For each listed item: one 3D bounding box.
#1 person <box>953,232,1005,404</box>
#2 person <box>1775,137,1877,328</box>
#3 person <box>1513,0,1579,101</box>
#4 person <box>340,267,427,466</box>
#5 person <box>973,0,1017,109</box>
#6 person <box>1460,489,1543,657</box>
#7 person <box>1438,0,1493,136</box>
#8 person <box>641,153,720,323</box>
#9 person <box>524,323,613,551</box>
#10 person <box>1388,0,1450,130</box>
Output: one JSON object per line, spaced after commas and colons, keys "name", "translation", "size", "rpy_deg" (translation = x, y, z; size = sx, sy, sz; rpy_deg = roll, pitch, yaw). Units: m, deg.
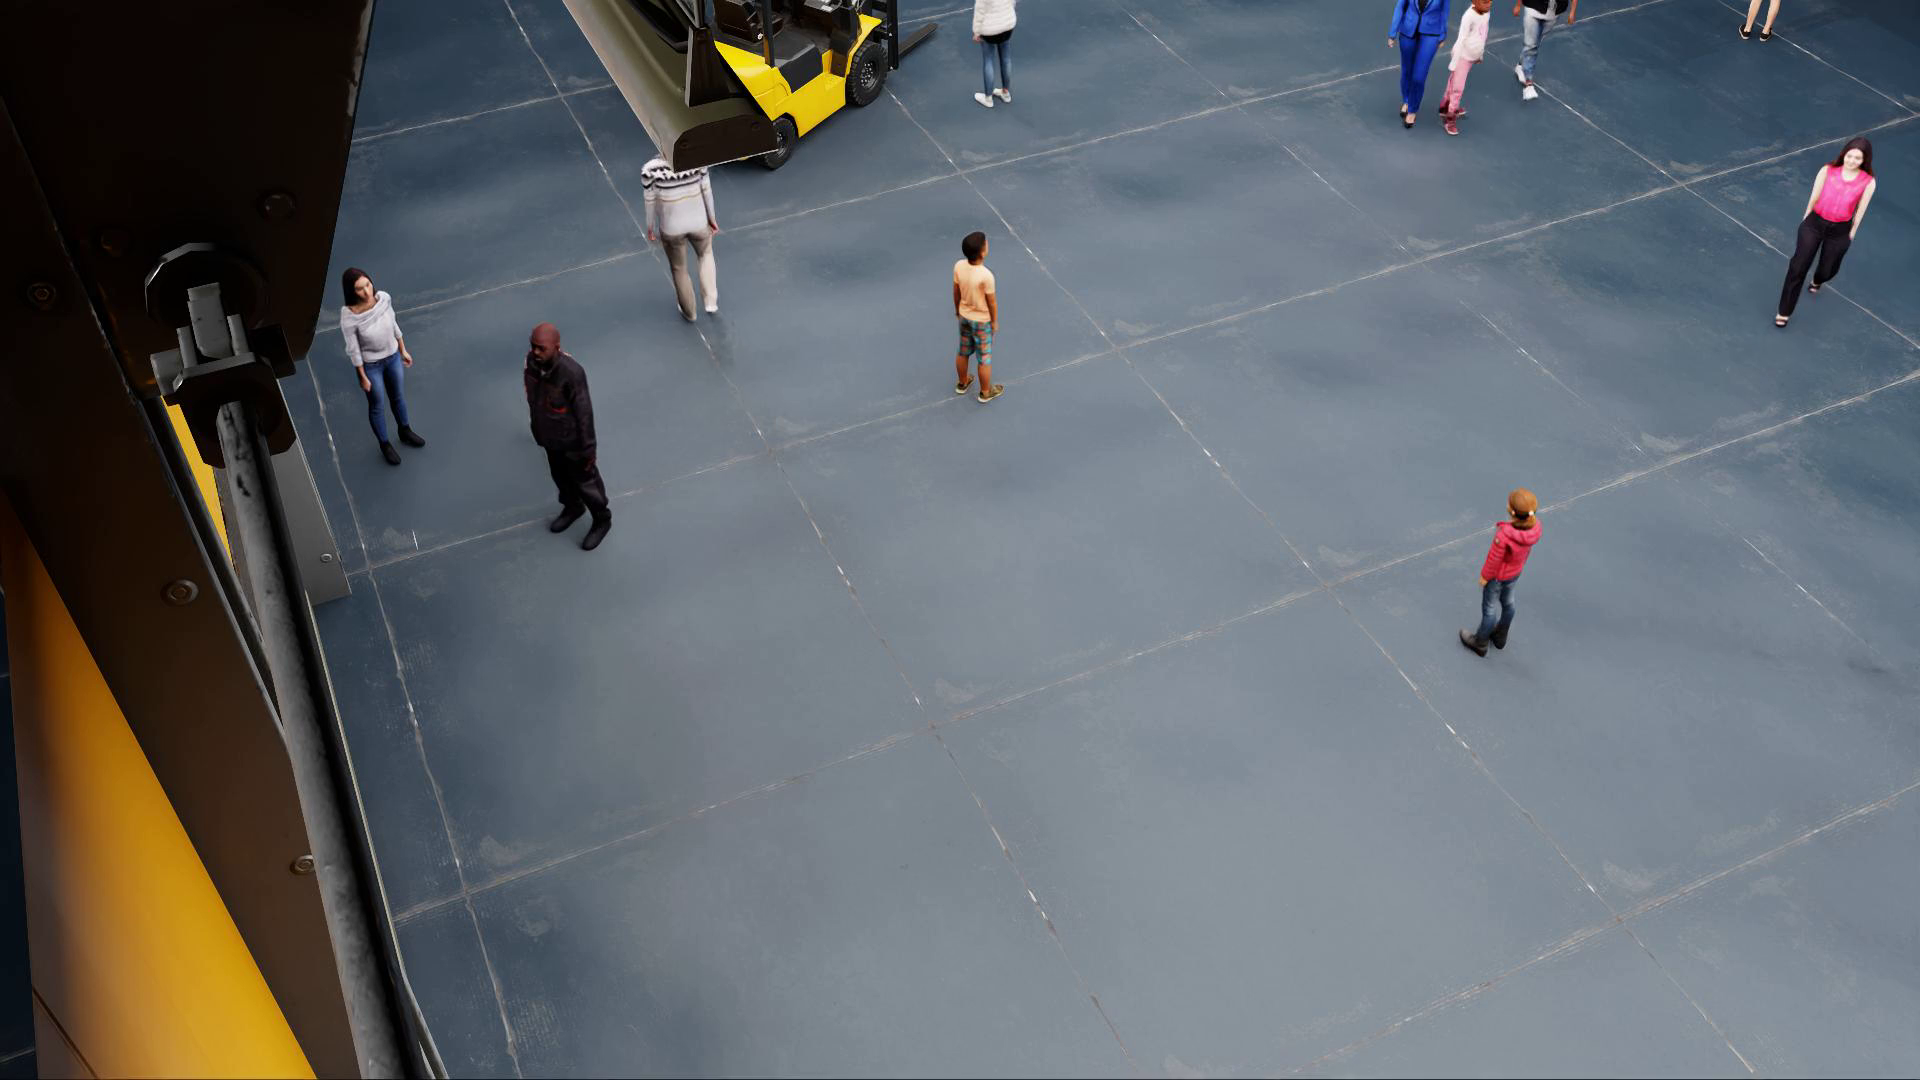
{"name": "person", "translation": [0.119, -1.699, 12.645], "size": [0.570, 1.461, 0.664], "rpy_deg": [25, 49, 24]}
{"name": "person", "translation": [6.964, -2.504, 13.354], "size": [0.923, 1.647, 0.927], "rpy_deg": [22, 48, 21]}
{"name": "person", "translation": [5.653, -5.242, 16.134], "size": [0.991, 1.777, 1.213], "rpy_deg": [-1, 44, -1]}
{"name": "person", "translation": [-4.235, -1.288, 12.089], "size": [0.679, 1.633, 0.678], "rpy_deg": [26, 49, 24]}
{"name": "person", "translation": [0.355, -4.943, 15.920], "size": [0.652, 1.639, 0.599], "rpy_deg": [-26, 49, -24]}
{"name": "person", "translation": [3.531, 0.216, 10.741], "size": [0.516, 1.314, 0.500], "rpy_deg": [-23, 48, -22]}
{"name": "person", "translation": [4.764, -4.612, 15.719], "size": [0.748, 1.438, 0.744], "rpy_deg": [29, 51, 27]}
{"name": "person", "translation": [-2.175, -2.481, 13.183], "size": [0.723, 1.851, 0.665], "rpy_deg": [-15, 46, -15]}
{"name": "person", "translation": [-2.690, -0.758, 11.398], "size": [0.726, 1.818, 0.846], "rpy_deg": [24, 49, 23]}
{"name": "person", "translation": [4.367, -4.808, 15.747], "size": [0.832, 1.683, 0.893], "rpy_deg": [18, 46, 18]}
